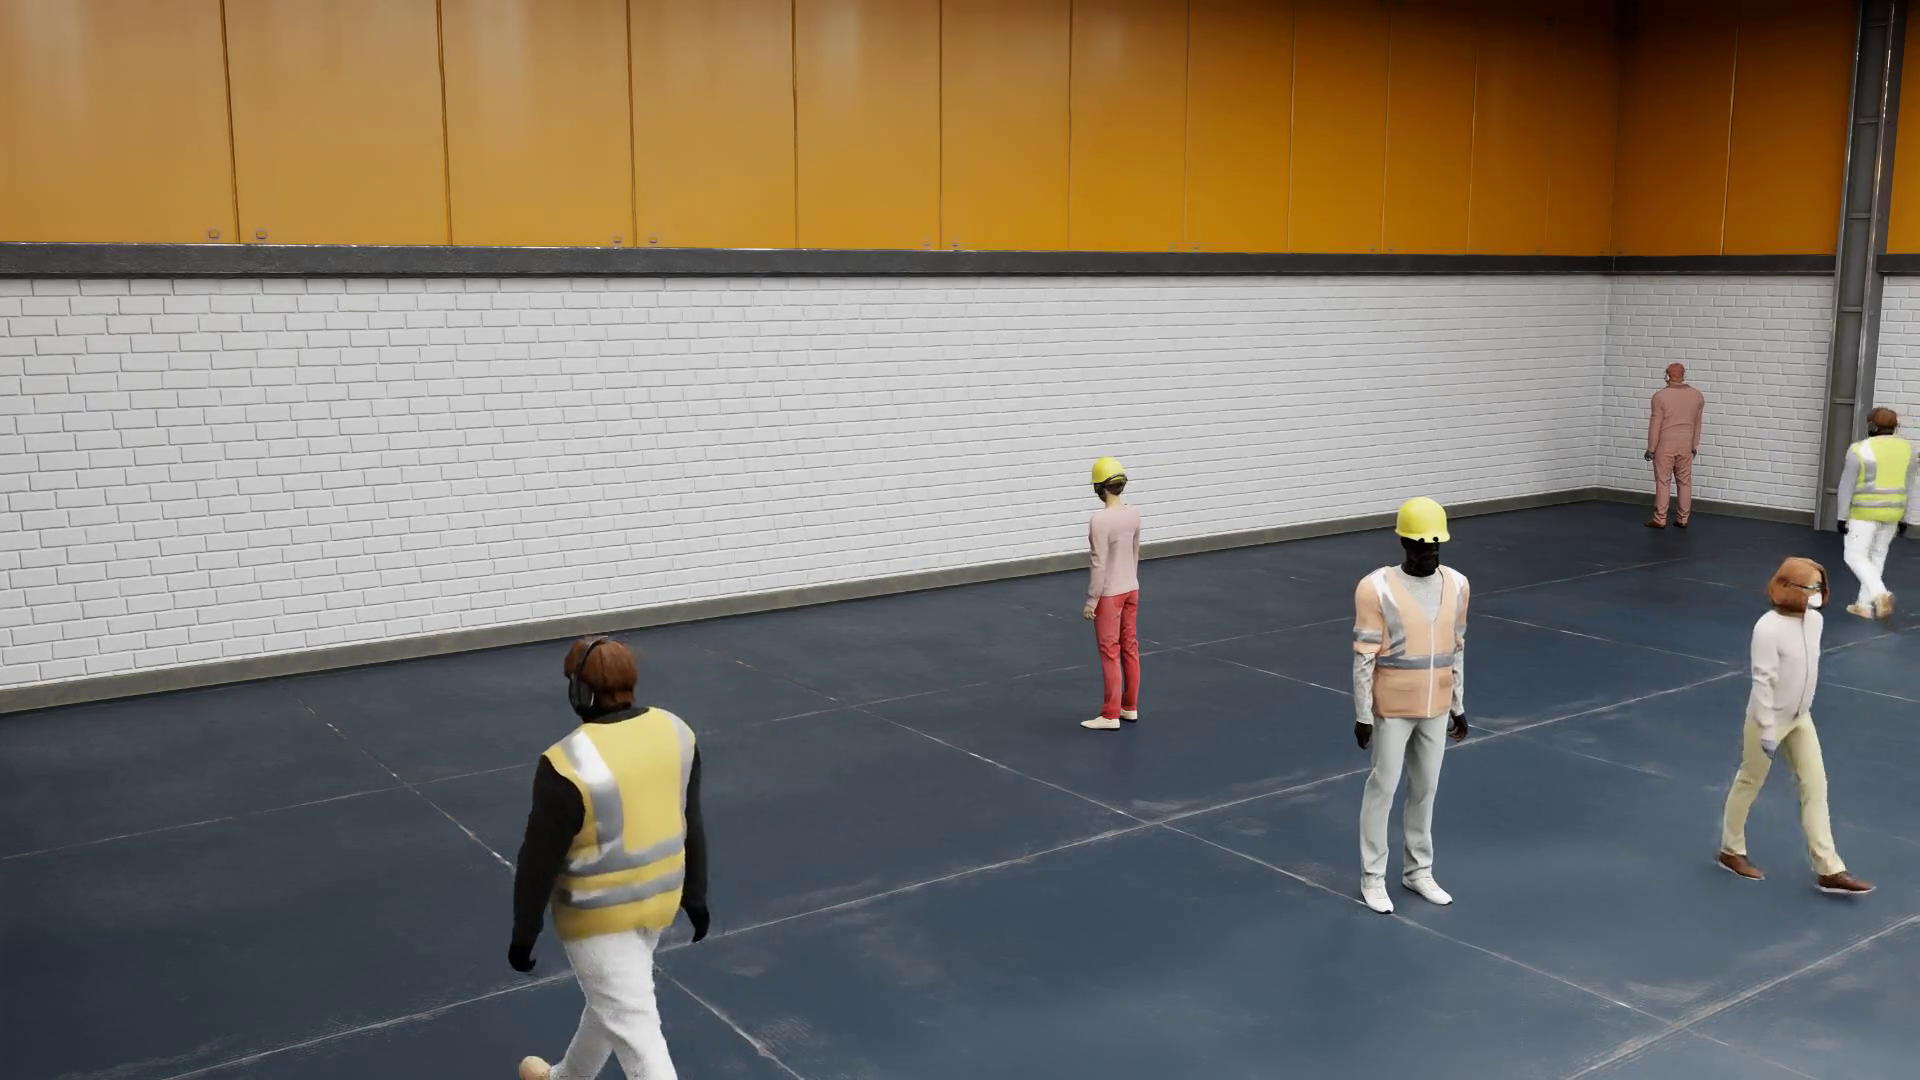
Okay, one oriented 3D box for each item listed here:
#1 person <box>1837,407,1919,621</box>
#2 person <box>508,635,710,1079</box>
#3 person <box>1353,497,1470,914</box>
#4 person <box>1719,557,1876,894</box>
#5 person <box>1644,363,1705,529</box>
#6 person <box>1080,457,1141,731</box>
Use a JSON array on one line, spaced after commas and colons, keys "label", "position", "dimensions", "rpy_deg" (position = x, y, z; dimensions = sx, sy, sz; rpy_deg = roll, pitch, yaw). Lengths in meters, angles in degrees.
[{"label": "person", "position": [7.691, -0.202, 13.929], "dimensions": [0.633, 1.825, 0.720], "rpy_deg": [-1, 9, -3]}, {"label": "person", "position": [-1.167, 1.191, 5.422], "dimensions": [0.998, 1.785, 0.651], "rpy_deg": [6, 11, 33]}, {"label": "person", "position": [2.092, 0.755, 7.676], "dimensions": [0.595, 1.925, 0.371], "rpy_deg": [-3, 10, -19]}, {"label": "person", "position": [3.966, 0.887, 7.846], "dimensions": [0.530, 1.597, 0.795], "rpy_deg": [-5, 10, -28]}, {"label": "person", "position": [8.141, -1.072, 19.034], "dimensions": [0.639, 1.902, 0.406], "rpy_deg": [-1, 9, -9]}, {"label": "person", "position": [0.967, 0.347, 10.710], "dimensions": [0.328, 1.762, 0.523], "rpy_deg": [7, 12, 37]}]
